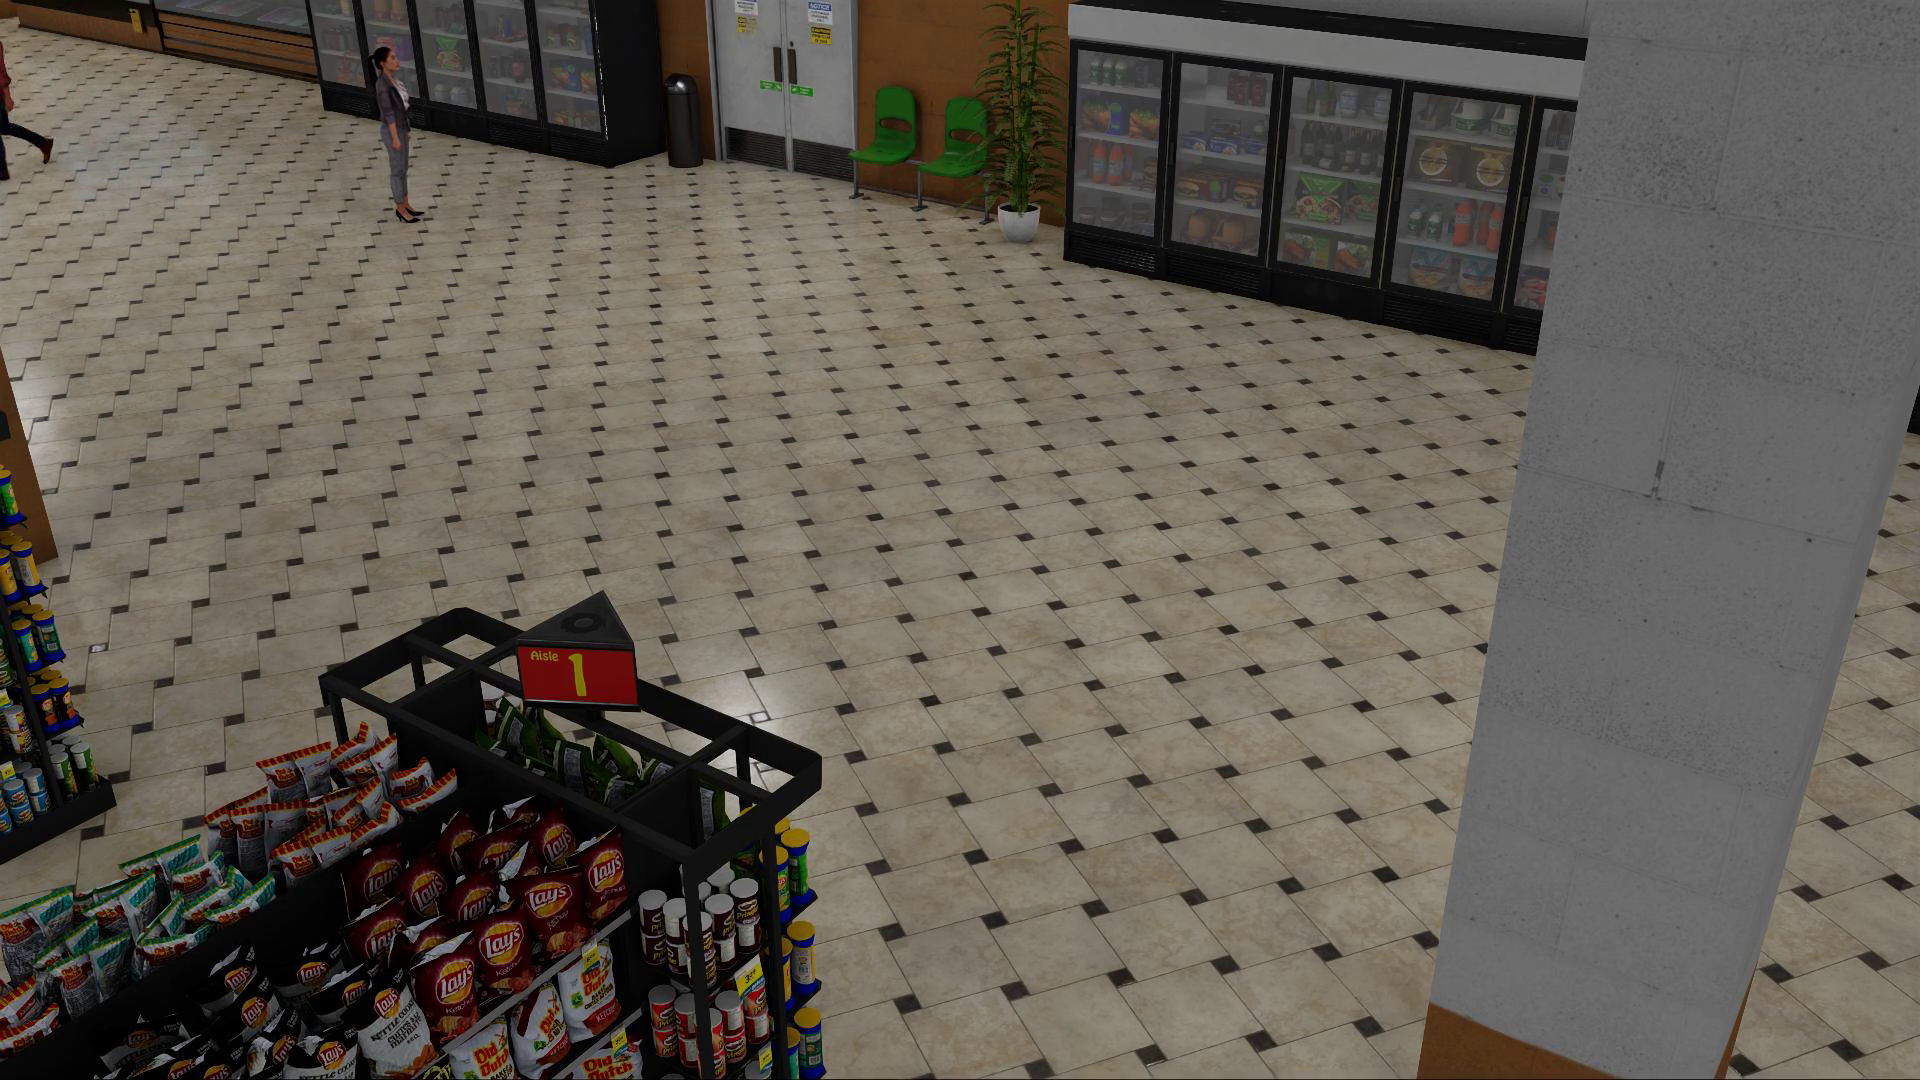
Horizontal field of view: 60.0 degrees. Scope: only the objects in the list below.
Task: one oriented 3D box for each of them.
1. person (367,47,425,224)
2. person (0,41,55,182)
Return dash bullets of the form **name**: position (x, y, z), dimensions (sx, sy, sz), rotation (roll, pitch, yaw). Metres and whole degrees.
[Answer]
- **person**: position (-5.535, -3.974, 16.304), dimensions (0.787, 1.679, 0.718), rotation (-3, 27, -5)
- **person**: position (-10.213, -4.759, 17.718), dimensions (0.716, 1.799, 1.107), rotation (20, 33, 34)
